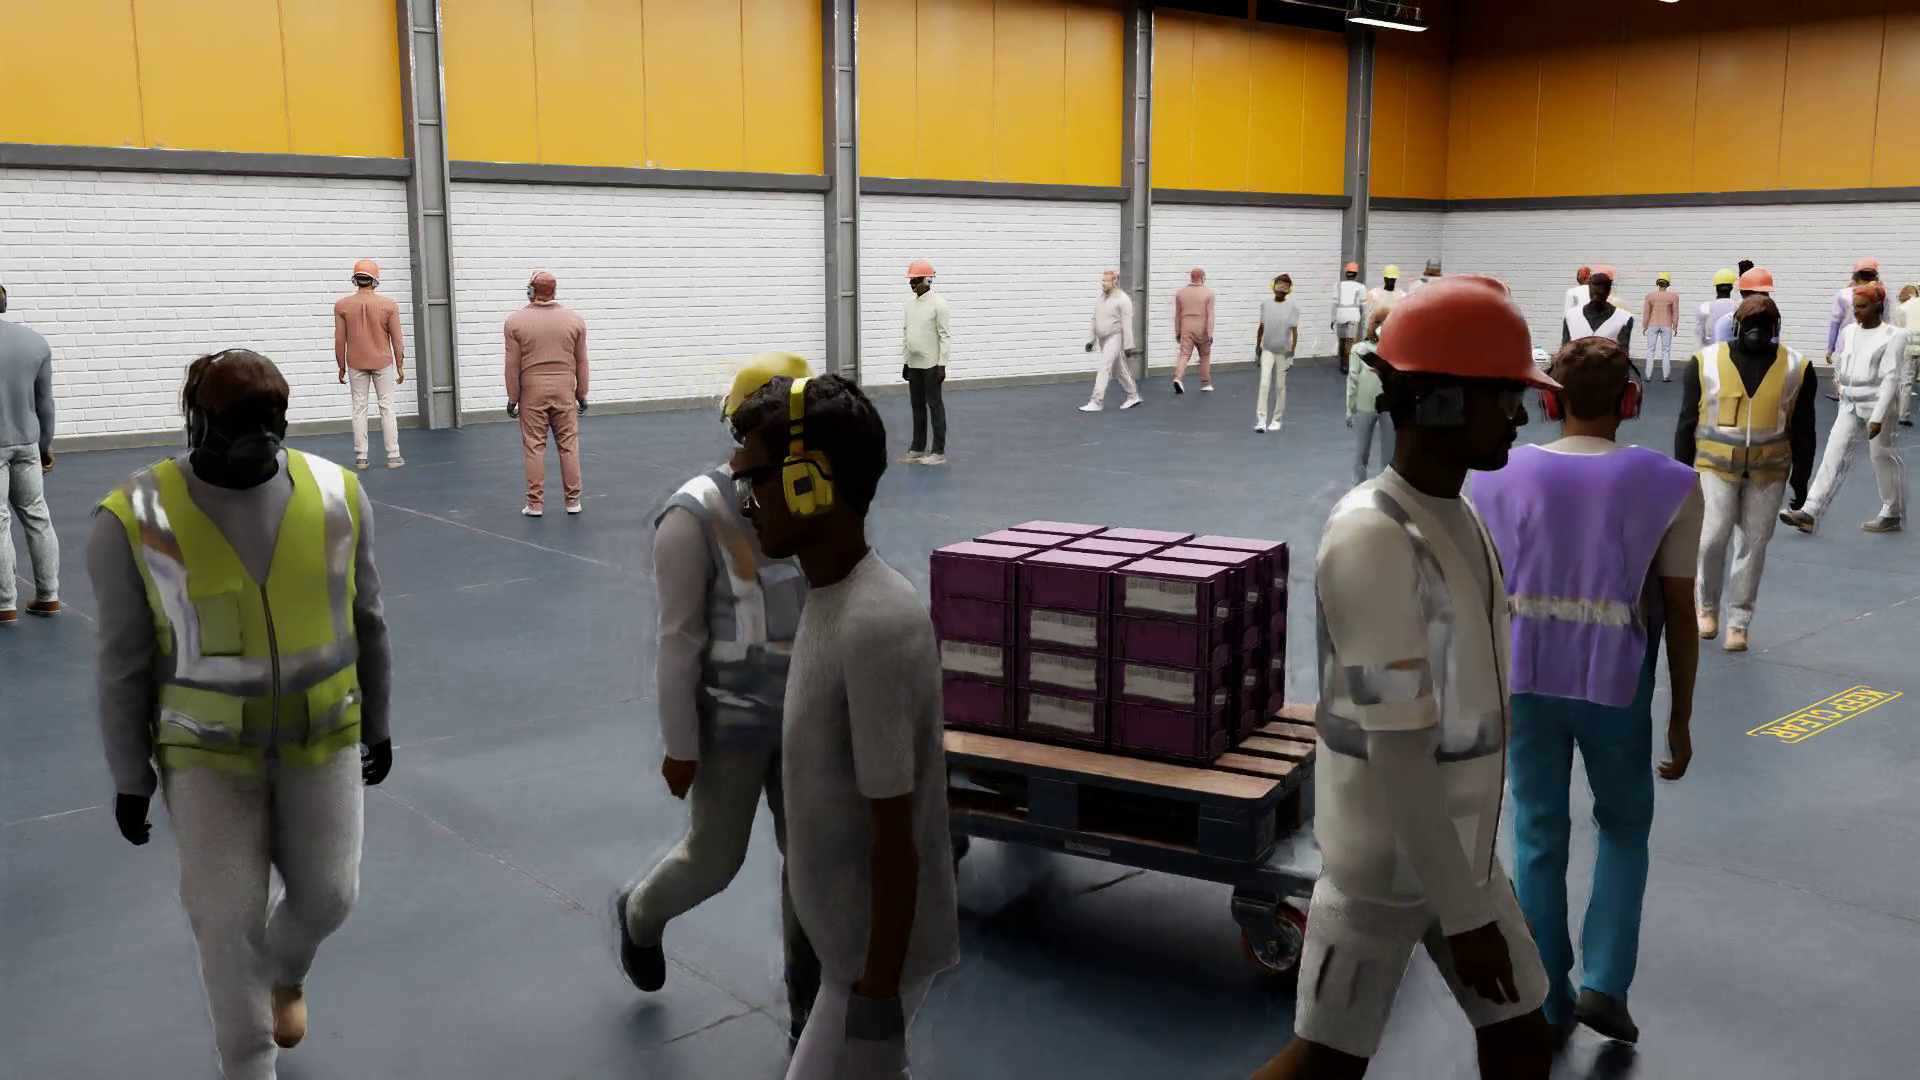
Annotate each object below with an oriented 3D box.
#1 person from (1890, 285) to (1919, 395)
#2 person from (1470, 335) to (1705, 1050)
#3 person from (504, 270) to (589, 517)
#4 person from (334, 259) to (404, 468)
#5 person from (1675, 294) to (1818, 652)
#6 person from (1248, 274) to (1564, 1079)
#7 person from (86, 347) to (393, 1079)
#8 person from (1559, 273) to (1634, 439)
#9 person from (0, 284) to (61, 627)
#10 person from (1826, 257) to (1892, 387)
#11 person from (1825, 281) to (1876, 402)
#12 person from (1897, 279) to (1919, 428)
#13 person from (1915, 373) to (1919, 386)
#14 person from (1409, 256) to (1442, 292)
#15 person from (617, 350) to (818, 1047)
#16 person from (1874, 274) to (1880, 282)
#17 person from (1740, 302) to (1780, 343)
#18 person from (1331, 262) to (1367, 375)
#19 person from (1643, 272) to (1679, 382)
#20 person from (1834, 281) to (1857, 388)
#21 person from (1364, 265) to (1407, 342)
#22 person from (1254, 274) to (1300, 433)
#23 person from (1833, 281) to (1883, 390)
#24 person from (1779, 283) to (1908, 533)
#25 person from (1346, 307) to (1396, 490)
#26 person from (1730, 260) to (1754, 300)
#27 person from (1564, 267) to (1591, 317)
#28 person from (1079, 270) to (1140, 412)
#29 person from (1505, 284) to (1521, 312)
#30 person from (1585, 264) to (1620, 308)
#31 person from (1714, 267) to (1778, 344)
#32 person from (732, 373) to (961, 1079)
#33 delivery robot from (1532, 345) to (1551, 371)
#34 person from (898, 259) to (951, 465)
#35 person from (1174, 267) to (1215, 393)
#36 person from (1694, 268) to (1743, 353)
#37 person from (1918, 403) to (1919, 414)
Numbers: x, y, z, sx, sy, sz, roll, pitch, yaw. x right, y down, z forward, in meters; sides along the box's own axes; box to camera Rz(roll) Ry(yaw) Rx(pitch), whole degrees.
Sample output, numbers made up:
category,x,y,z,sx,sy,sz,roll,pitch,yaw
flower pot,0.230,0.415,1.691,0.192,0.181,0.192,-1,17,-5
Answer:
category,x,y,z,sx,sy,sz,roll,pitch,yaw
person,13.772,-2.940,24.424,0.509,1.608,0.673,-4,10,-21
person,1.557,0.401,4.225,0.570,1.820,0.444,5,11,27
person,-3.214,-1.133,12.946,0.651,1.913,0.410,-4,11,-24
person,-5.636,-1.679,15.906,0.623,1.992,0.396,-2,10,-13
person,4.011,-0.337,8.523,0.655,1.828,0.444,3,10,19
person,0.812,0.532,2.982,1.009,1.992,0.605,7,12,36
person,-1.645,0.460,3.862,0.642,1.824,0.583,-6,12,-33
person,5.530,-1.392,14.594,0.633,1.875,0.828,5,11,29
person,-5.263,-0.493,9.121,0.359,1.938,0.632,5,11,28
person,10.207,-2.199,18.888,0.646,2.017,0.683,2,10,11
person,12.376,-2.705,22.730,0.891,1.702,0.531,3,10,16
person,11.269,-2.208,19.474,0.404,1.834,0.591,-5,11,-29
person,15.155,-3.367,25.975,0.398,1.931,0.649,5,11,28
person,7.098,-3.270,25.087,0.700,2.000,0.562,2,10,11
person,-0.568,0.411,4.251,0.805,1.801,0.591,8,12,39
person,13.018,-2.930,23.873,0.544,1.776,1.000,2,10,12
person,7.279,-1.432,15.386,0.535,1.673,0.724,3,10,16
person,6.715,-3.801,28.584,0.580,1.901,0.880,4,11,24
person,11.276,-3.422,26.782,0.533,1.767,0.326,5,11,27
person,13.663,-3.139,25.488,0.511,1.641,0.308,5,11,26
person,5.990,-2.923,23.450,0.604,1.907,0.664,0,10,2
person,3.610,-2.133,19.071,0.544,1.814,0.864,4,11,24
person,12.673,-2.799,23.371,0.487,1.683,0.540,5,11,28
person,6.497,-0.935,12.025,1.026,1.823,0.593,-3,10,-17
person,3.231,-0.977,12.844,0.497,1.634,0.279,3,10,17
person,11.898,-3.275,25.325,0.614,1.965,0.361,7,12,36
person,9.244,-3.122,24.767,0.580,1.860,0.780,1,10,6
person,2.007,-2.616,21.847,1.030,1.853,0.633,-5,11,-26
person,7.530,-2.736,23.146,0.497,1.634,0.287,2,10,12
person,7.032,-2.066,18.361,0.400,1.926,0.567,0,10,-2
person,5.996,-1.099,12.676,0.545,1.938,0.355,-3,10,-17
person,-0.185,0.666,2.600,0.370,1.845,0.551,-1,10,-4
delivery robot,9.479,-2.955,27.310,0.477,0.478,0.707,2,10,11
person,-0.356,-1.723,16.157,0.396,1.993,0.618,-9,13,-41
person,3.480,-3.114,24.708,0.655,1.871,0.972,5,11,28
person,8.117,-1.941,17.723,0.584,1.897,0.914,4,11,24
person,12.526,-2.470,21.467,0.874,1.670,0.613,-7,12,-36
